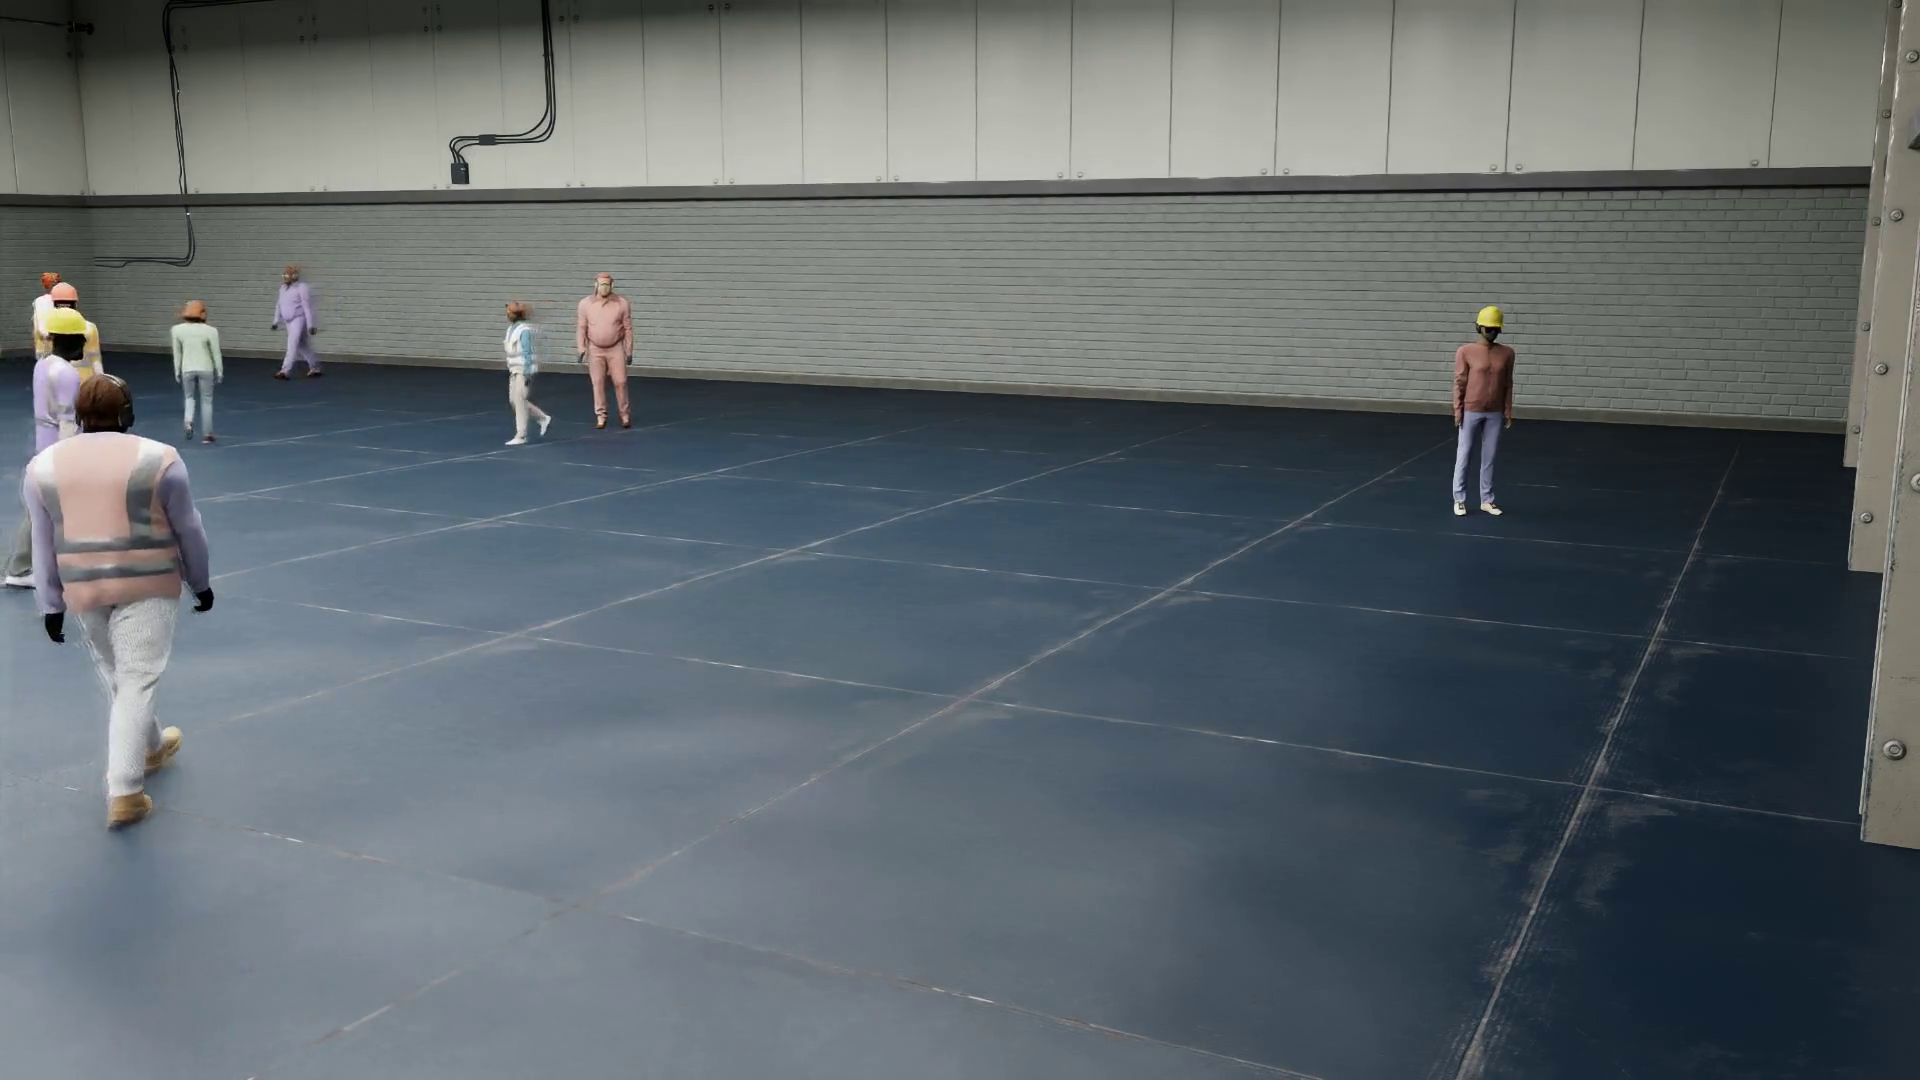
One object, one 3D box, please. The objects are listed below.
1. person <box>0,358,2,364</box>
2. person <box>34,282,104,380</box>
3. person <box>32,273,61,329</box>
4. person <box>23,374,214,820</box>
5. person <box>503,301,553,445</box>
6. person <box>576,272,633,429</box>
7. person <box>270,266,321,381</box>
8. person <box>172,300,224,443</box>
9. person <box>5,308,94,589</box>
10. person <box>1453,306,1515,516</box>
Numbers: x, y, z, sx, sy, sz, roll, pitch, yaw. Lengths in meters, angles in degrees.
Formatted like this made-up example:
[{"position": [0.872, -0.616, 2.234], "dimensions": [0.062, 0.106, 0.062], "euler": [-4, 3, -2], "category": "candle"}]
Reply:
[{"position": [-17.584, -4.021, 29.901], "dimensions": [0.520, 1.818, 0.973], "euler": [-2, 11, -9], "category": "person"}, {"position": [-8.228, -1.420, 15.430], "dimensions": [0.546, 1.923, 0.393], "euler": [-2, 11, -12], "category": "person"}, {"position": [-11.408, -2.428, 21.011], "dimensions": [0.584, 1.882, 0.348], "euler": [5, 12, 26], "category": "person"}, {"position": [-3.466, 0.209, 6.915], "dimensions": [0.623, 1.792, 1.008], "euler": [-1, 10, -3], "category": "person"}, {"position": [-4.896, -1.888, 18.769], "dimensions": [0.532, 1.626, 0.522], "euler": [-7, 13, -35], "category": "person"}, {"position": [-4.333, -2.306, 20.310], "dimensions": [0.669, 1.902, 0.462], "euler": [-1, 10, -6], "category": "person"}, {"position": [-10.897, -3.543, 27.190], "dimensions": [0.644, 1.851, 1.019], "euler": [8, 13, 37], "category": "person"}, {"position": [-8.617, -1.899, 18.824], "dimensions": [0.531, 1.620, 0.370], "euler": [-1, 10, -7], "category": "person"}, {"position": [-5.951, -0.611, 11.128], "dimensions": [0.588, 1.878, 0.993], "euler": [9, 14, 42], "category": "person"}, {"position": [4.398, -1.079, 13.982], "dimensions": [0.523, 1.767, 0.313], "euler": [-1, 10, -8], "category": "person"}]
